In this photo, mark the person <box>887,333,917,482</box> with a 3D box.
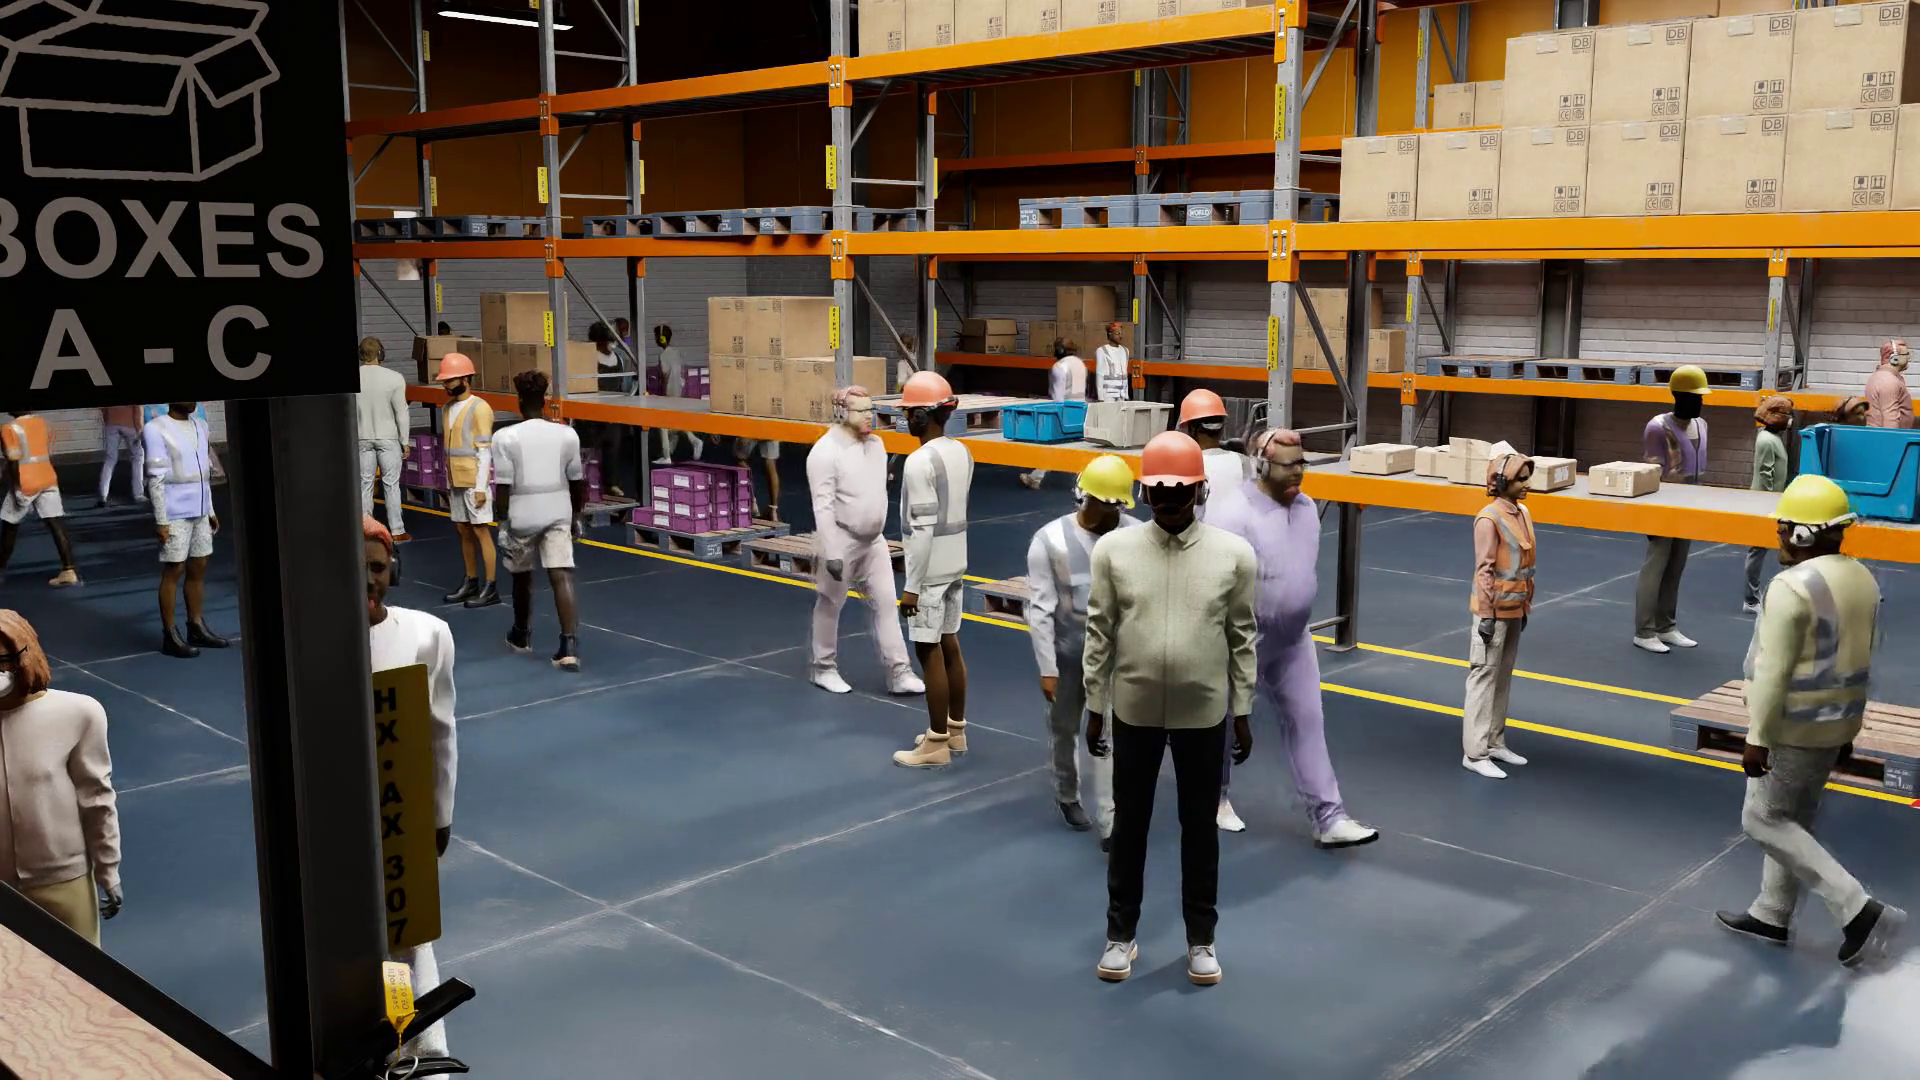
[{"bbox_3d":[-0.620,-1.574,19.938,0.890,1.781,0.465,0,9,1],"label":"person"}]

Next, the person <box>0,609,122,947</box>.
[{"bbox_3d":[-2.661,0.987,4.731,0.500,1.626,0.282,-4,10,-24],"label":"person"}]

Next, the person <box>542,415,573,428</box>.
[{"bbox_3d":[-4.871,-1.609,20.194,0.884,1.801,0.646,-9,13,-43],"label":"person"}]

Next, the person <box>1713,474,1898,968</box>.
[{"bbox_3d":[3.132,0.672,6.081,0.606,1.818,0.614,-7,11,-36],"label":"person"}]

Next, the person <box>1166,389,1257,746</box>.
[{"bbox_3d":[1.297,0.162,8.865,0.543,1.928,0.373,-5,11,-29],"label":"person"}]

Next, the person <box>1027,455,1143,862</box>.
[{"bbox_3d":[0.598,0.500,7.296,0.603,1.759,0.925,-2,9,-11],"label":"person"}]

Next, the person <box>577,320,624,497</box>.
[{"bbox_3d":[-4.128,-1.525,18.864,0.687,2.000,0.867,-9,13,-43],"label":"person"}]

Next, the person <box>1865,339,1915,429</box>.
[{"bbox_3d":[8.582,-0.893,15.383,0.407,1.913,0.641,3,10,17],"label":"person"}]

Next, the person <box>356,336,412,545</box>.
[{"bbox_3d":[-5.405,-0.911,15.413,0.631,1.939,0.372,0,9,-2],"label":"person"}]

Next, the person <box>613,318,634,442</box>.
[{"bbox_3d":[-4.915,-2.360,24.587,0.374,1.840,0.569,-2,9,-10],"label":"person"}]

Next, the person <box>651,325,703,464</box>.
[{"bbox_3d":[-3.716,-1.882,21.670,0.691,1.839,0.536,4,10,23],"label":"person"}]

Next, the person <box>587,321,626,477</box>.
[{"bbox_3d":[-4.455,-1.744,20.600,0.640,1.916,0.735,-3,10,-16],"label":"person"}]

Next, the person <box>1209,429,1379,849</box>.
[{"bbox_3d":[1.402,0.447,7.319,0.661,1.854,0.996,-6,11,-31],"label":"person"}]

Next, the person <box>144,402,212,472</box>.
[{"bbox_3d":[-7.159,-0.744,15.230,0.536,1.673,0.775,-6,11,-33],"label":"person"}]

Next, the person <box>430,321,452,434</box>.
[{"bbox_3d":[-6.893,-1.983,22.248,0.521,1.855,0.334,-7,12,-38],"label":"person"}]

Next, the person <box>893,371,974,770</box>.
[{"bbox_3d":[-0.161,0.157,8.539,0.380,2.041,0.616,4,10,22],"label":"person"}]

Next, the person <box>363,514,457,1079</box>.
[{"bbox_3d":[-1.782,0.842,5.001,0.572,1.836,1.003,-4,10,-24],"label":"person"}]

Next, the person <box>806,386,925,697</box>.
[{"bbox_3d":[-0.549,0.033,9.822,0.955,1.861,0.667,8,12,40],"label":"person"}]

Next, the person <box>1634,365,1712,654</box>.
[{"bbox_3d":[4.805,-0.210,11.148,0.592,1.925,0.384,-6,11,-33],"label":"person"}]

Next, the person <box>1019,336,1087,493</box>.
[{"bbox_3d":[1.148,-1.438,19.088,0.978,1.788,0.633,8,12,39],"label":"person"}]

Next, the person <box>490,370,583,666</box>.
[{"bbox_3d":[-2.732,-0.148,10.824,0.625,1.915,1.024,-6,11,-31],"label":"person"}]

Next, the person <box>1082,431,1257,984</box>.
[{"bbox_3d":[0.748,0.601,5.962,0.622,1.993,0.383,1,9,7],"label":"person"}]

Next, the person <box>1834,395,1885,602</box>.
[{"bbox_3d":[6.797,-0.305,12.705,0.628,1.588,0.828,-5,11,-28],"label":"person"}]

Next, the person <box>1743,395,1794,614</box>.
[{"bbox_3d":[6.018,-0.257,12.362,0.292,1.627,0.506,5,11,29],"label":"person"}]

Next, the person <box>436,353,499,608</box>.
[{"bbox_3d":[-3.750,-0.451,12.608,0.541,1.933,0.373,8,12,40],"label":"person"}]

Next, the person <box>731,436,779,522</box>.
[{"bbox_3d":[-2.021,-1.159,16.660,0.631,2.024,0.552,-8,12,-42],"label":"person"}]

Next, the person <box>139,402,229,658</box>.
[{"bbox_3d":[-5.122,-0.195,11.033,0.378,1.932,0.551,2,10,15],"label":"person"}]

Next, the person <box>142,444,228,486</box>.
[{"bbox_3d":[-9.137,-1.563,19.447,1.017,1.939,0.612,-3,10,-19],"label":"person"}]

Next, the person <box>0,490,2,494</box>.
[{"bbox_3d":[-11.283,-1.396,18.775,0.762,1.818,0.630,-3,10,-20],"label":"person"}]

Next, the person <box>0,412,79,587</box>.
[{"bbox_3d":[-7.531,-0.434,13.350,0.871,1.653,0.541,2,9,12],"label":"person"}]

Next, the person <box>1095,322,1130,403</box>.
[{"bbox_3d":[1.968,-1.850,21.336,0.584,1.882,0.347,-9,13,-43],"label":"person"}]

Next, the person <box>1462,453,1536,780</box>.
[{"bbox_3d":[2.746,0.374,8.448,0.307,1.639,0.525,7,12,38],"label":"person"}]

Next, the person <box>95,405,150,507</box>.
[{"bbox_3d":[-9.078,-1.217,17.936,0.541,1.732,0.644,1,9,9],"label":"person"}]
